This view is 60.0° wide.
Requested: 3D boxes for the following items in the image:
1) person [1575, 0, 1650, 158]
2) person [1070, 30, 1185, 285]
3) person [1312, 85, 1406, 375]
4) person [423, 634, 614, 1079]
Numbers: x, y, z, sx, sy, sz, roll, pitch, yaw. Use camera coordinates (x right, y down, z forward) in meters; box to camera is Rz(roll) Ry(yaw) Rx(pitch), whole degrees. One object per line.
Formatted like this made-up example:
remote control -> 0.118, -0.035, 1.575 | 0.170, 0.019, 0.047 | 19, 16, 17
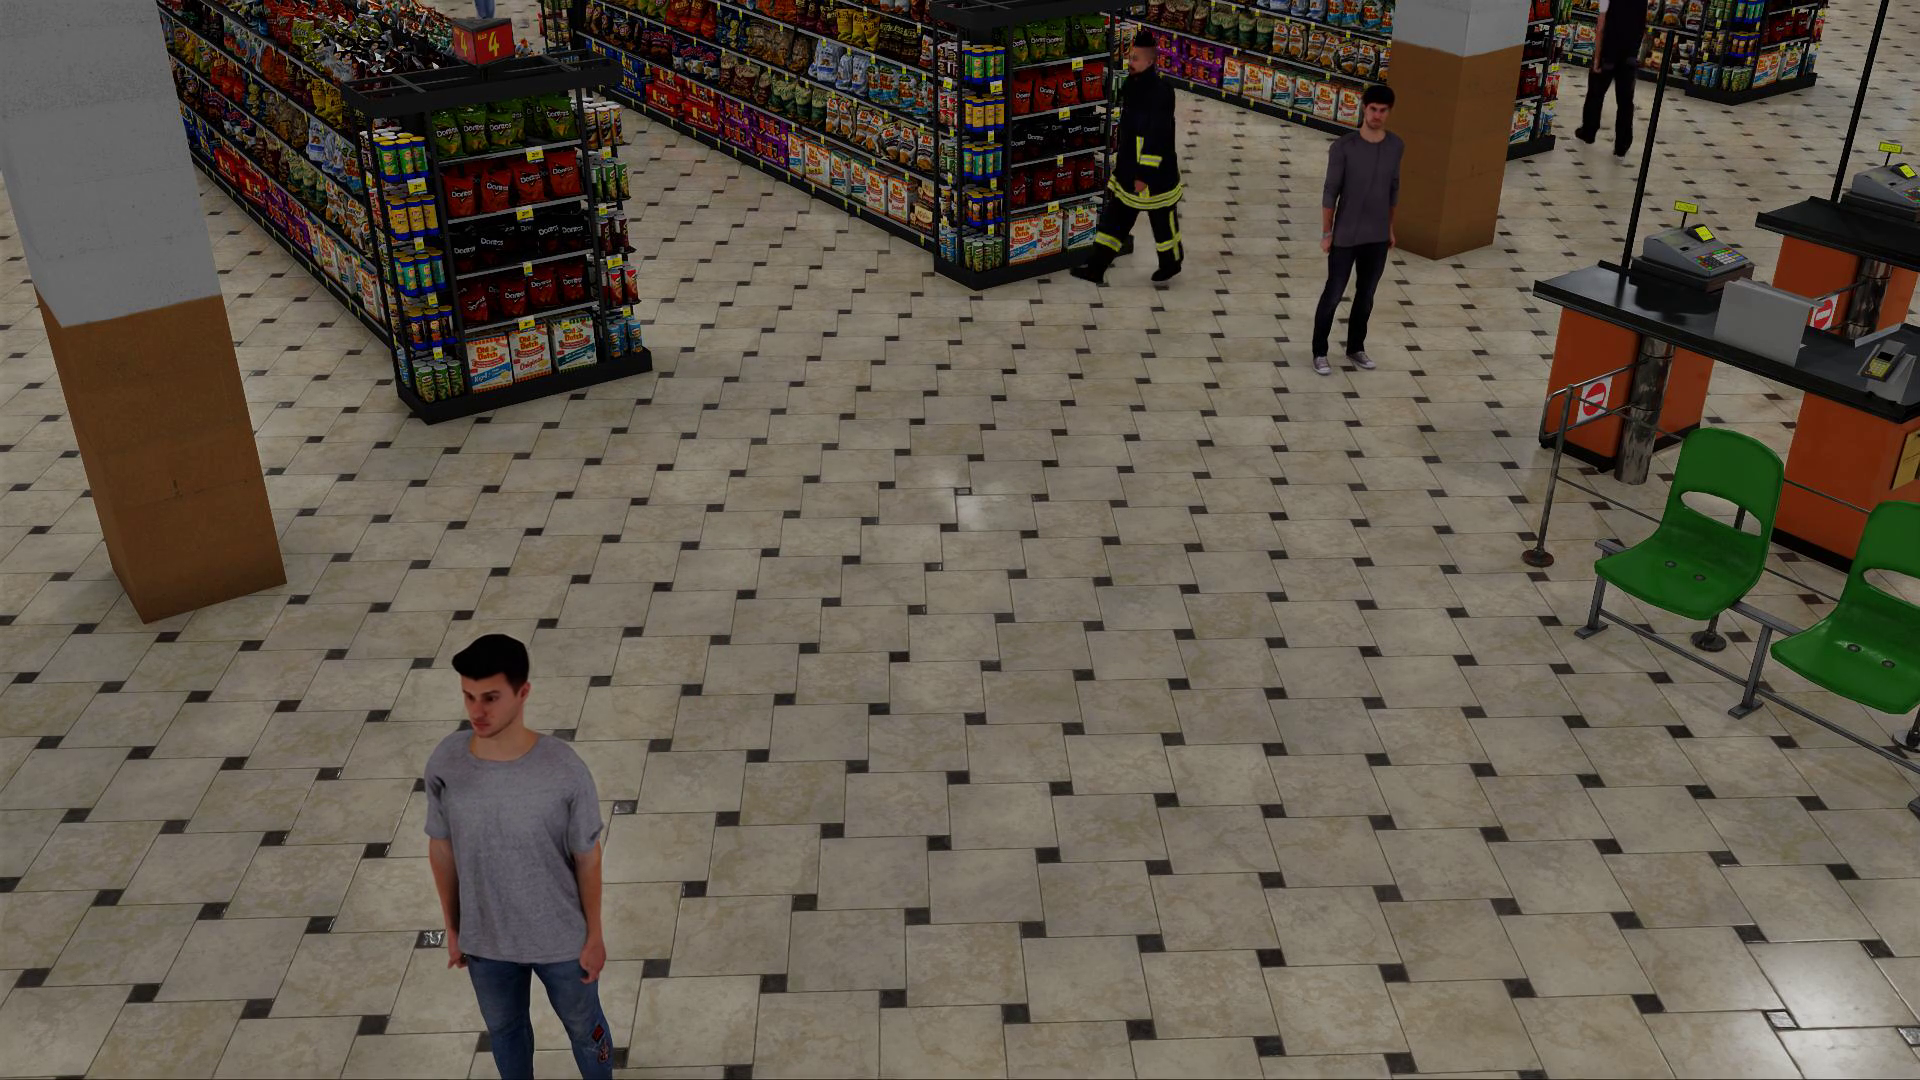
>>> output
person -> 5.997, -4.370, 15.057 | 1.098, 1.806, 1.246 | 1, 29, 2
person -> 1.410, -2.704, 11.997 | 0.811, 1.815, 1.062 | -19, 34, -31
person -> 2.551, -1.982, 10.636 | 0.736, 1.851, 0.669 | -7, 29, -13
person -> -1.282, 1.107, 4.938 | 0.755, 1.890, 0.789 | 2, 29, 3
